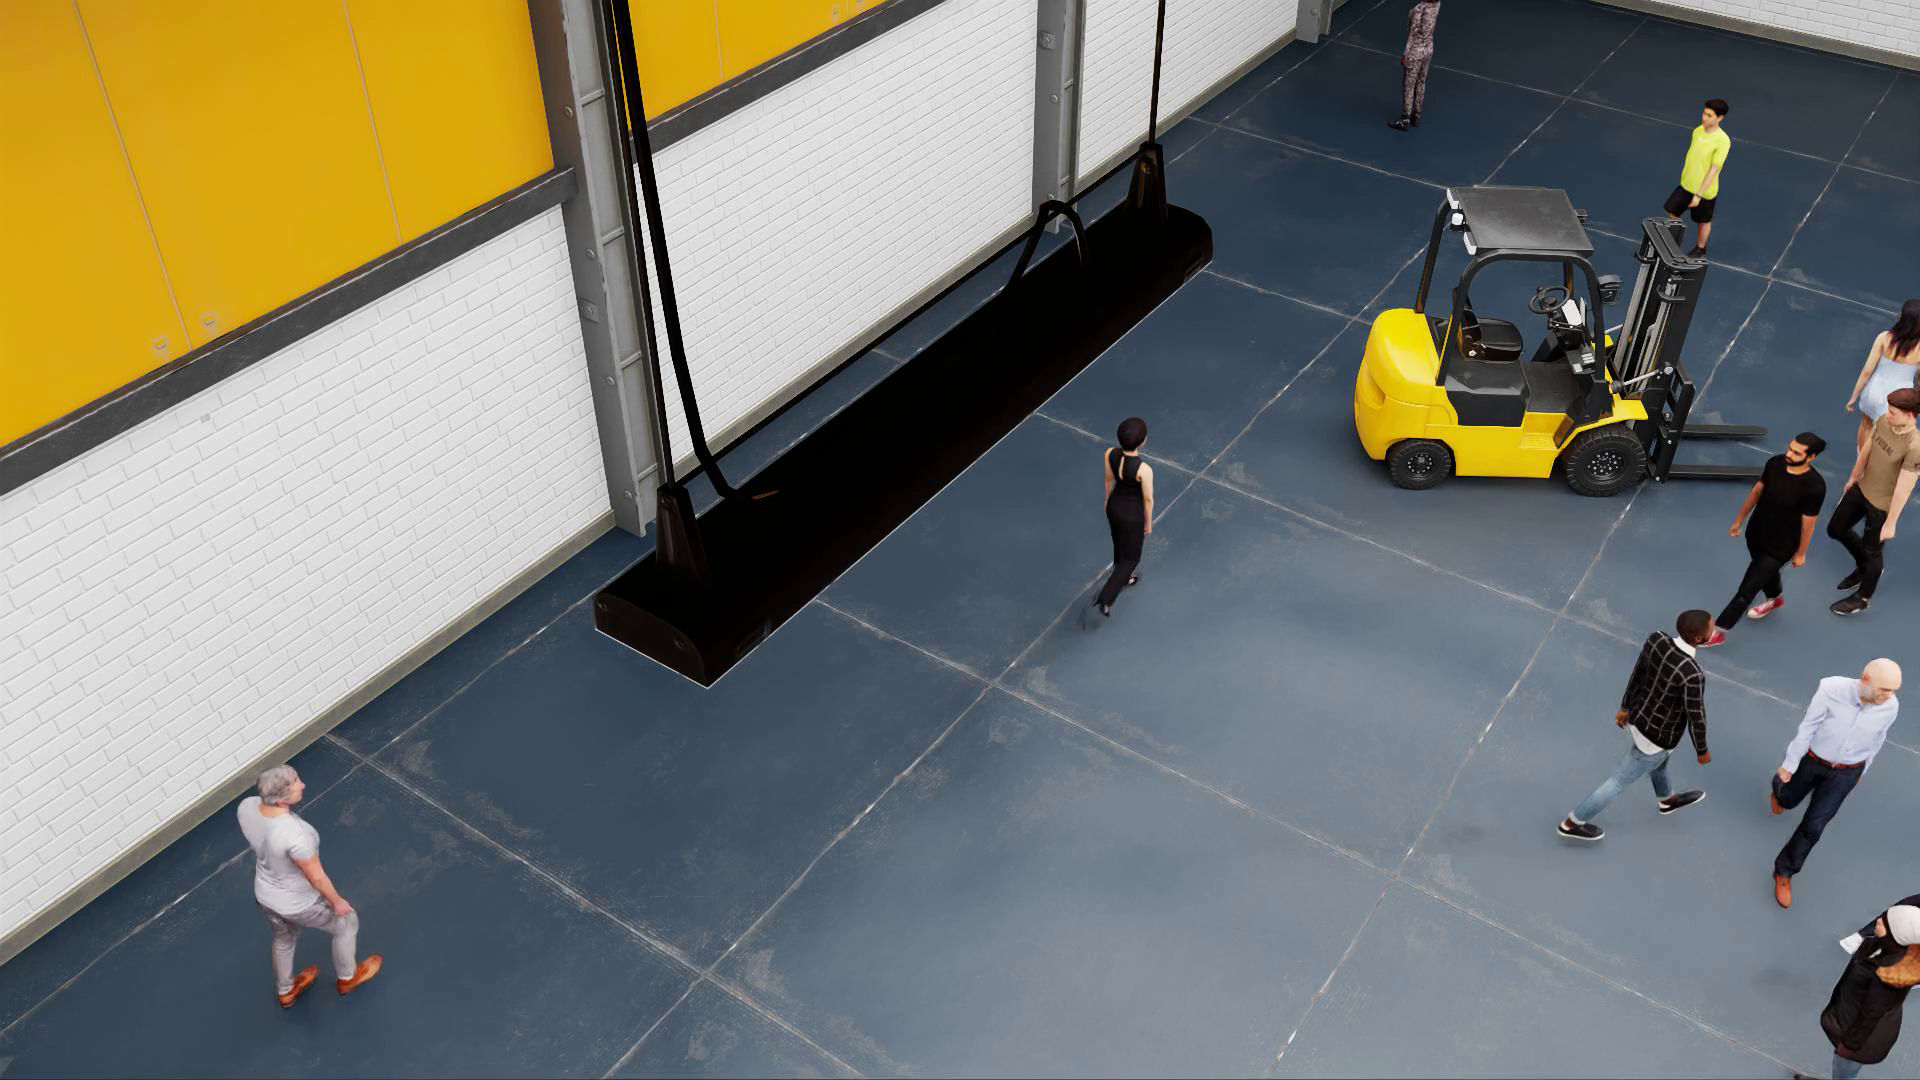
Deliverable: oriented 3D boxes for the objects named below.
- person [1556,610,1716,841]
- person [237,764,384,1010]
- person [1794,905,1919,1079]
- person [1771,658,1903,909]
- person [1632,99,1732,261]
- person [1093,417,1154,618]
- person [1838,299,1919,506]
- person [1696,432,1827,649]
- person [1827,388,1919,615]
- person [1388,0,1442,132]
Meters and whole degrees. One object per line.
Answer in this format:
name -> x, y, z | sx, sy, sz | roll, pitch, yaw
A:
person -> 4.079, 1.170, 10.014 | 1.257, 1.764, 1.231 | -5, 39, -6
person -> -3.634, 1.958, 9.009 | 0.715, 1.786, 0.754 | 13, 41, 16
person -> 4.644, 2.455, 8.513 | 0.682, 1.629, 0.518 | 21, 43, 24
person -> 5.115, 1.297, 9.863 | 0.845, 1.754, 1.204 | 13, 40, 16
person -> 7.067, -3.361, 15.775 | 1.172, 1.654, 0.957 | -17, 42, -20
person -> 1.146, -0.154, 11.810 | 0.899, 1.591, 0.686 | -31, 48, -33
person -> 7.079, -1.008, 12.810 | 0.652, 1.677, 1.137 | 26, 45, 29
person -> 5.705, -0.030, 11.556 | 1.254, 1.714, 1.067 | -14, 41, -17
person -> 6.577, -0.296, 11.798 | 0.988, 1.828, 0.918 | -7, 39, -9
person -> 5.017, -5.328, 18.191 | 0.588, 1.714, 0.697 | -27, 46, -30
